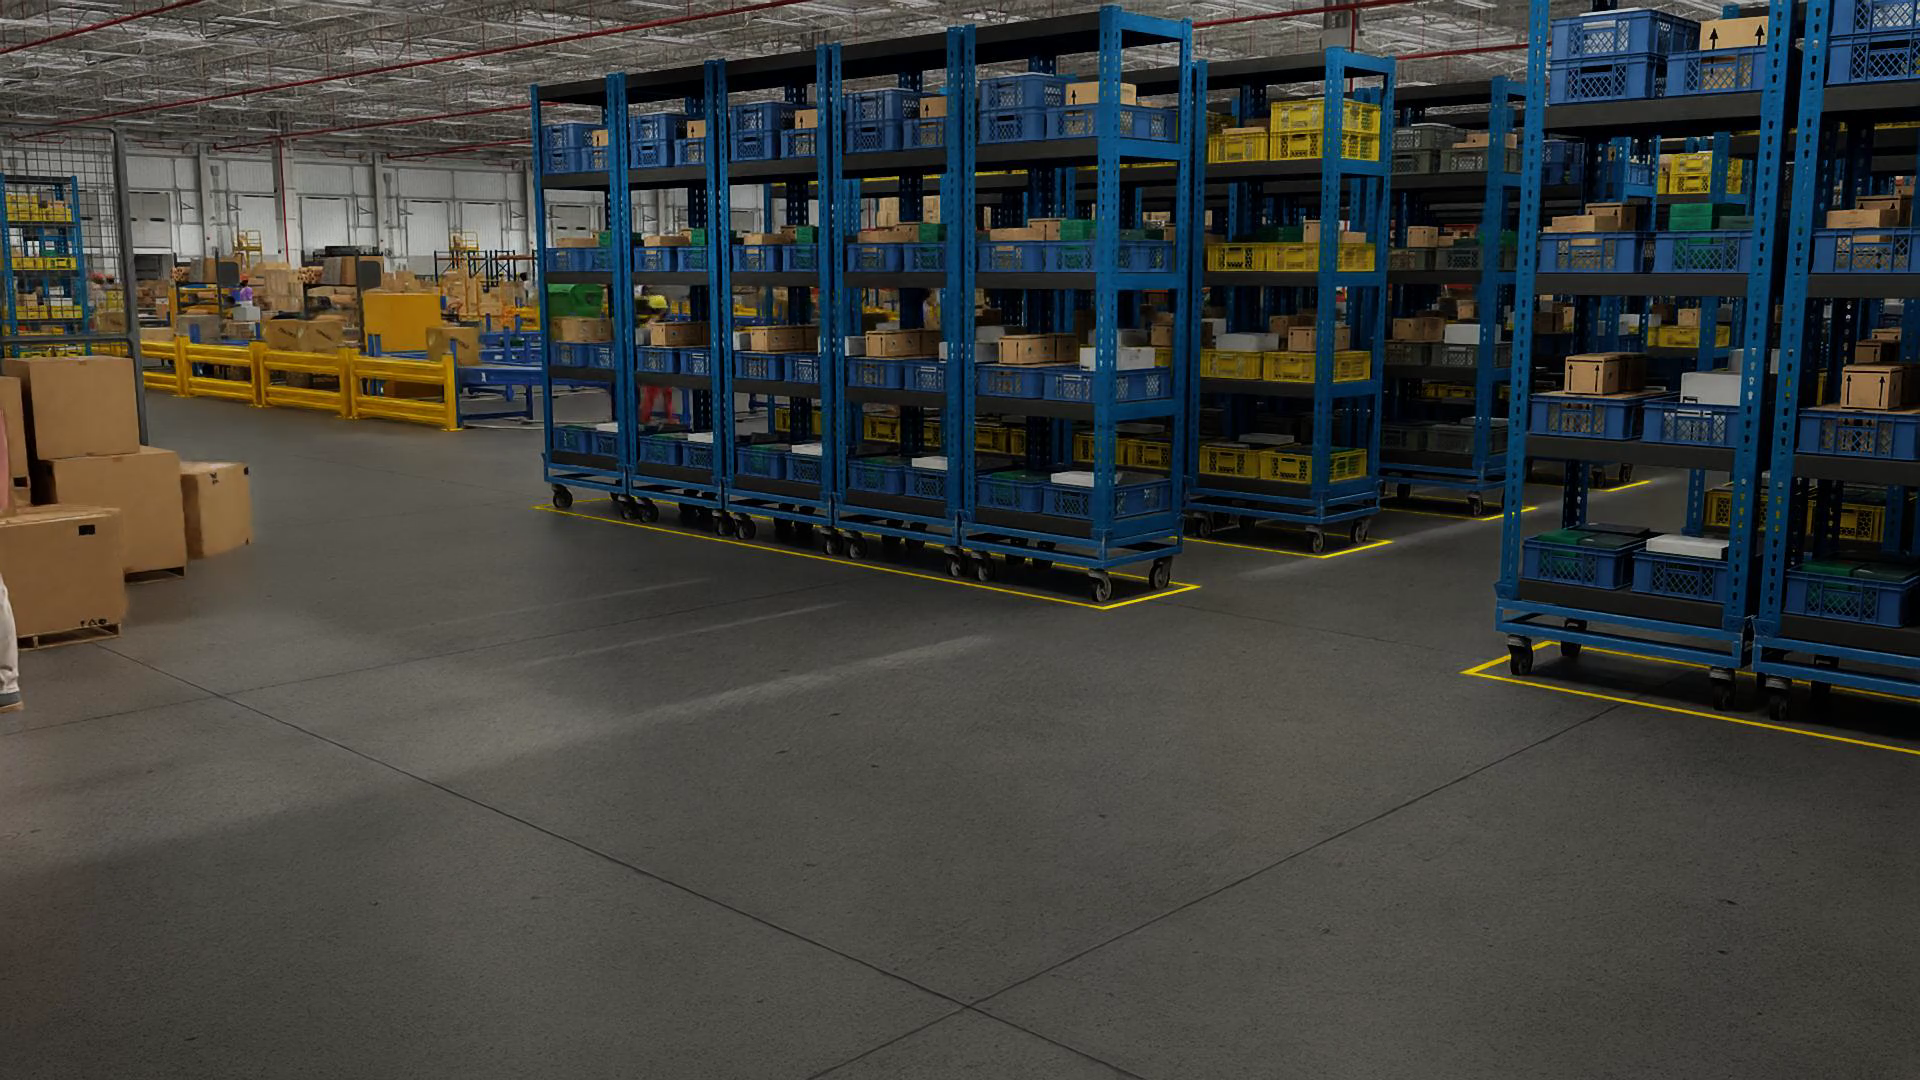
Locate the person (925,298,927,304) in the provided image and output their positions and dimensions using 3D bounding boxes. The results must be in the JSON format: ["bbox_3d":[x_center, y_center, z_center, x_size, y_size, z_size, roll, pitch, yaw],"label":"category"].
[{"bbox_3d":[-1.031,-5.627,41.715,0.403,1.818,0.602,-3,10,-20],"label":"person"}]

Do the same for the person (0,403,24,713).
[{"bbox_3d":[-4.626,-0.174,7.719,0.389,1.992,0.622,-7,12,-36],"label":"person"}]

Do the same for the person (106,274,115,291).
[{"bbox_3d":[-29.123,-8.150,56.953,0.980,1.898,0.546,-5,10,-26],"label":"person"}]

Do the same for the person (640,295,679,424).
[{"bbox_3d":[-3.648,-2.147,20.594,0.752,1.741,0.532,-2,10,-14],"label":"person"}]

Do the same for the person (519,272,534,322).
[{"bbox_3d":[-16.852,-9.379,64.327,0.729,1.936,0.620,-1,9,-7],"label":"person"}]

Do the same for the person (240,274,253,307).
[{"bbox_3d":[-19.048,-6.122,44.351,0.354,1.942,0.545,-8,12,-42],"label":"person"}]

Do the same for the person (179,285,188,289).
[{"bbox_3d":[-32.352,-10.180,69.376,0.880,1.889,0.631,-9,13,-42],"label":"person"}]

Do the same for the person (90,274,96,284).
[{"bbox_3d":[-35.119,-9.867,67.595,0.576,1.861,0.782,1,9,8],"label":"person"}]

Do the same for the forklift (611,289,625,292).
[{"bbox_3d":[-17.848,-13.503,86.733,1.873,2.768,1.129,9,13,43],"label":"forklift"}]

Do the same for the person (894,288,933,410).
[{"bbox_3d":[-0.527,-2.418,21.365,0.484,2.031,0.639,-3,10,-16],"label":"person"}]

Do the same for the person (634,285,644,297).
[{"bbox_3d":[-12.355,-9.257,63.683,0.590,1.908,0.447,2,9,11],"label":"person"}]

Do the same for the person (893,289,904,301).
[{"bbox_3d":[-2.186,-8.213,58.237,0.520,1.581,0.857,-7,12,-37],"label":"person"}]

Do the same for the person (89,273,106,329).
[{"bbox_3d":[-23.741,-6.398,46.049,1.039,1.932,0.641,-5,11,-28],"label":"person"}]

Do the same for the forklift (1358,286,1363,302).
[{"bbox_3d":[11.100,-7.017,46.970,1.873,2.768,1.129,9,13,43],"label":"forklift"}]

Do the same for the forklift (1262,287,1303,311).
[{"bbox_3d":[10.769,-8.203,54.240,1.129,2.768,1.873,8,12,42],"label":"forklift"}]

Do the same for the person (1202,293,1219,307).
[{"bbox_3d":[3.115,-2.242,21.045,0.615,1.792,0.606,-2,9,-12],"label":"person"}]

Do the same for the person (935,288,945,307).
[{"bbox_3d":[-0.711,-8.116,56.379,0.619,2.007,0.918,-7,11,-36],"label":"person"}]

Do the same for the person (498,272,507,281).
[{"bbox_3d":[-25.618,-14.035,92.939,0.585,1.918,0.379,-3,10,-19],"label":"person"}]
